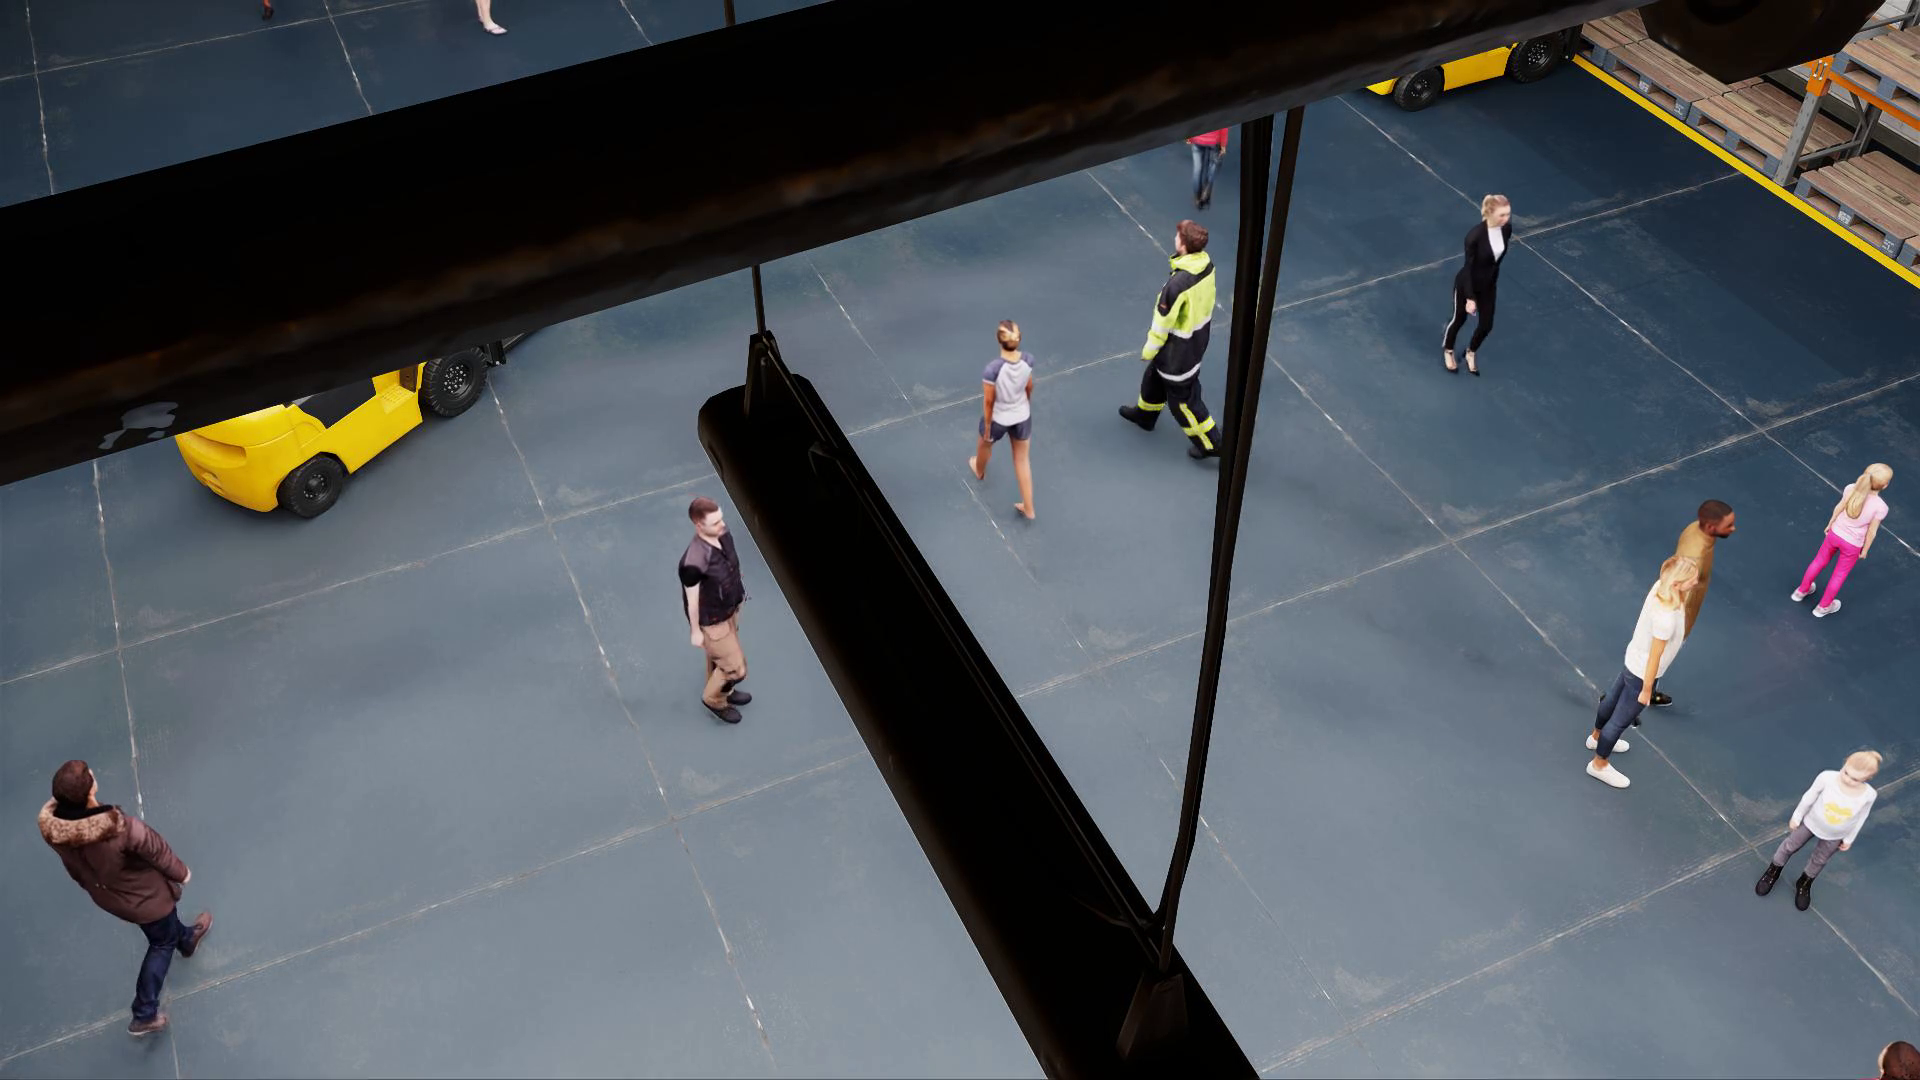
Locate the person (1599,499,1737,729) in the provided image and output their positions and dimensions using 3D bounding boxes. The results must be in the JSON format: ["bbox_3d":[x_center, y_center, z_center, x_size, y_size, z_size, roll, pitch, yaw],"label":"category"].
[{"bbox_3d":[4.461,0.428,10.436,0.875,1.824,0.818,17,46,17],"label":"person"}]

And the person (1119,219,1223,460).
[{"bbox_3d":[1.694,-1.421,12.288,1.359,1.947,1.205,22,48,22],"label":"person"}]

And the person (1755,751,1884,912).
[{"bbox_3d":[4.975,1.636,9.564,0.564,1.278,0.638,20,47,20],"label":"person"}]

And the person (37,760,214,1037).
[{"bbox_3d":[-4.461,1.915,8.881,1.159,1.817,1.252,11,45,11],"label":"person"}]

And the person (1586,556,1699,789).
[{"bbox_3d":[4.130,0.765,10.093,0.720,1.809,0.645,12,45,12],"label":"person"}]

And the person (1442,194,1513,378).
[{"bbox_3d":[4.011,-2.040,13.126,0.631,1.688,0.641,-17,46,-17],"label":"person"}]

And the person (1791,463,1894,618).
[{"bbox_3d":[6.028,-0.017,11.306,0.550,1.270,0.439,-22,48,-21],"label":"person"}]

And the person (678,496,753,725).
[{"bbox_3d":[-1.623,0.415,10.448,0.875,1.826,0.804,12,45,12],"label":"person"}]

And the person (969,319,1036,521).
[{"bbox_3d":[0.378,-0.824,11.930,0.585,1.577,1.019,-17,46,-17],"label":"person"}]
